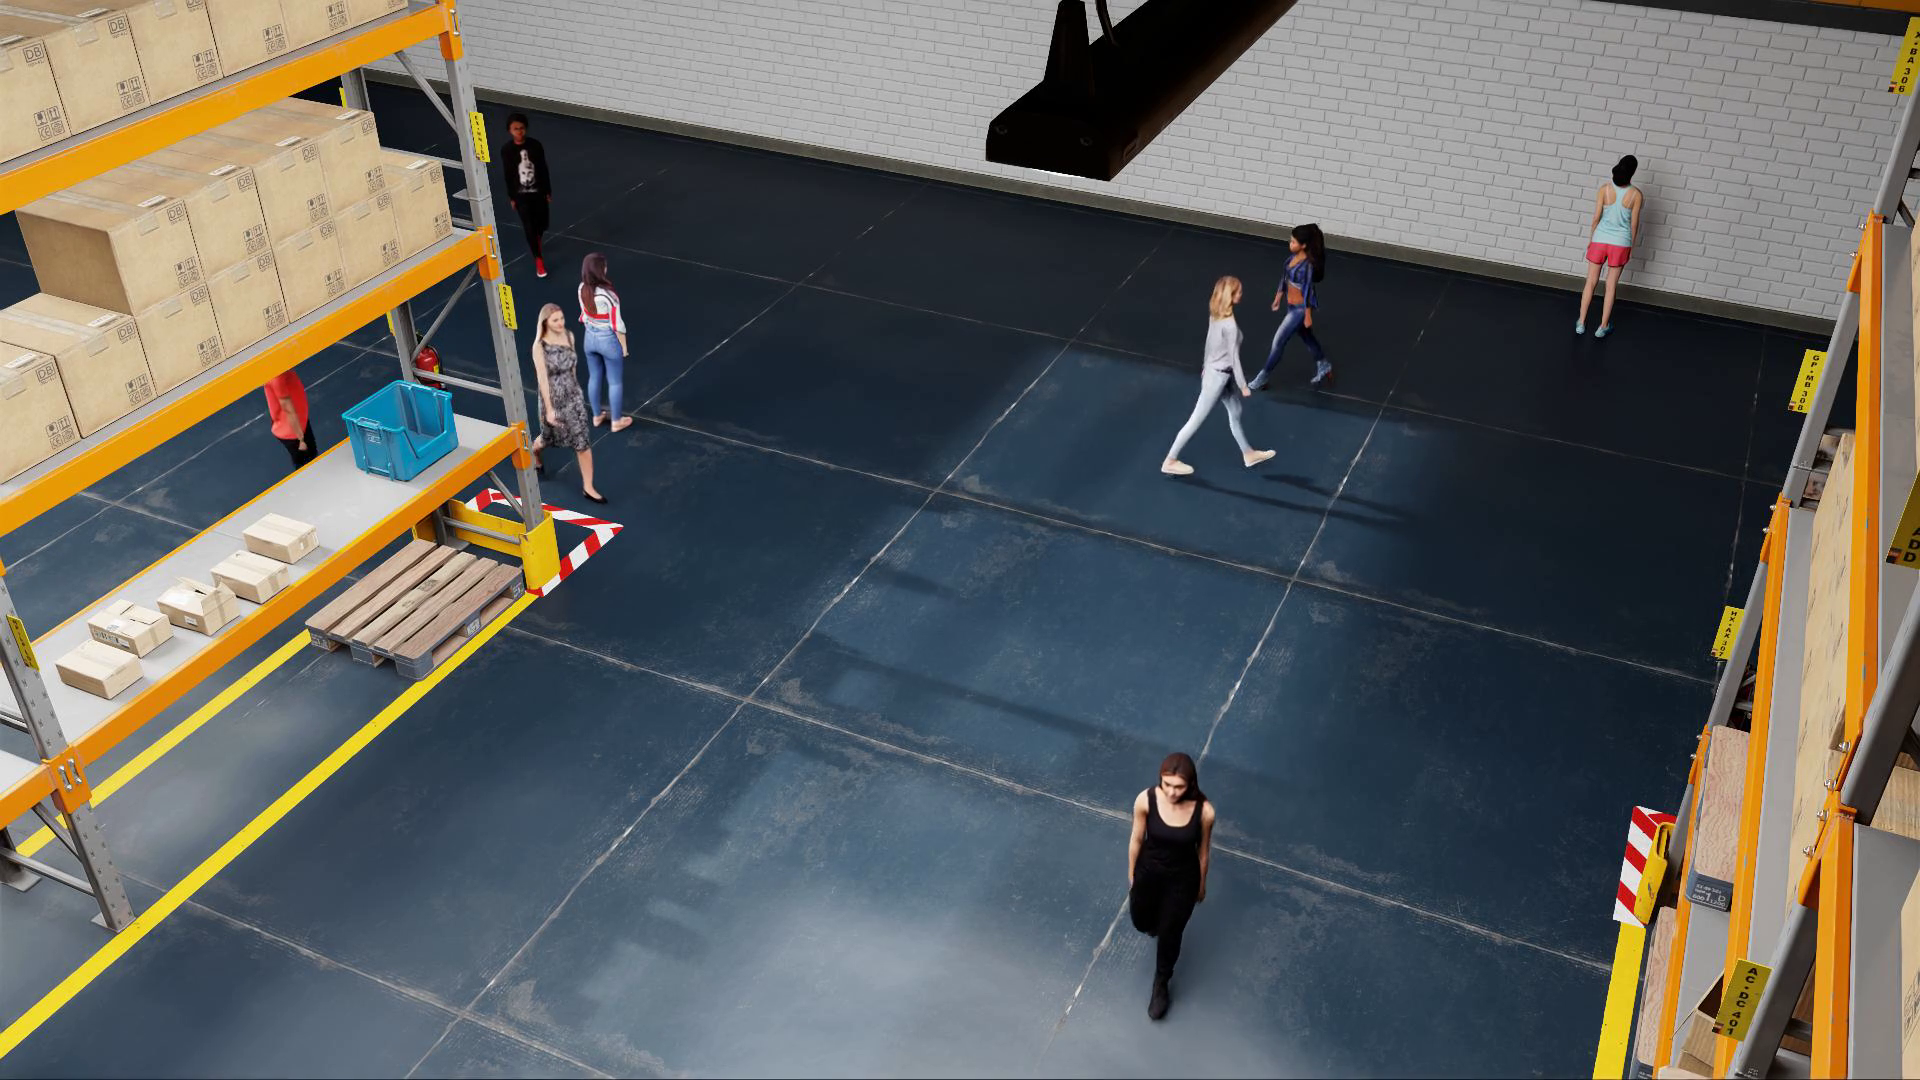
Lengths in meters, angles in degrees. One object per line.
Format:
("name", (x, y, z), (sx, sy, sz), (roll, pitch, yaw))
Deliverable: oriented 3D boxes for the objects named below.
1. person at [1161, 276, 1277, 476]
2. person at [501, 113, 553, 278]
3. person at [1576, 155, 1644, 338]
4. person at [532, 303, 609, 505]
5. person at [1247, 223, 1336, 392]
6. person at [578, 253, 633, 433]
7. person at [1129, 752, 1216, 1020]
("person", (1.980, -1.247, 13.333), (1.037, 1.740, 1.199), (-2, 34, -2))
("person", (-4.370, -3.531, 16.840), (0.932, 1.662, 0.991), (-11, 35, -16))
("person", (6.098, -2.760, 15.588), (0.599, 1.765, 0.608), (18, 38, 25))
("person", (-3.226, -1.105, 13.179), (0.869, 1.675, 1.113), (28, 43, 35))
("person", (3.053, -2.019, 14.641), (1.041, 1.579, 1.104), (-3, 34, -5))
("person", (-3.035, -1.677, 14.100), (0.590, 1.608, 0.497), (15, 36, 21))
("person", (1.118, 1.751, 8.882), (0.693, 1.675, 0.954), (7, 34, 11))
